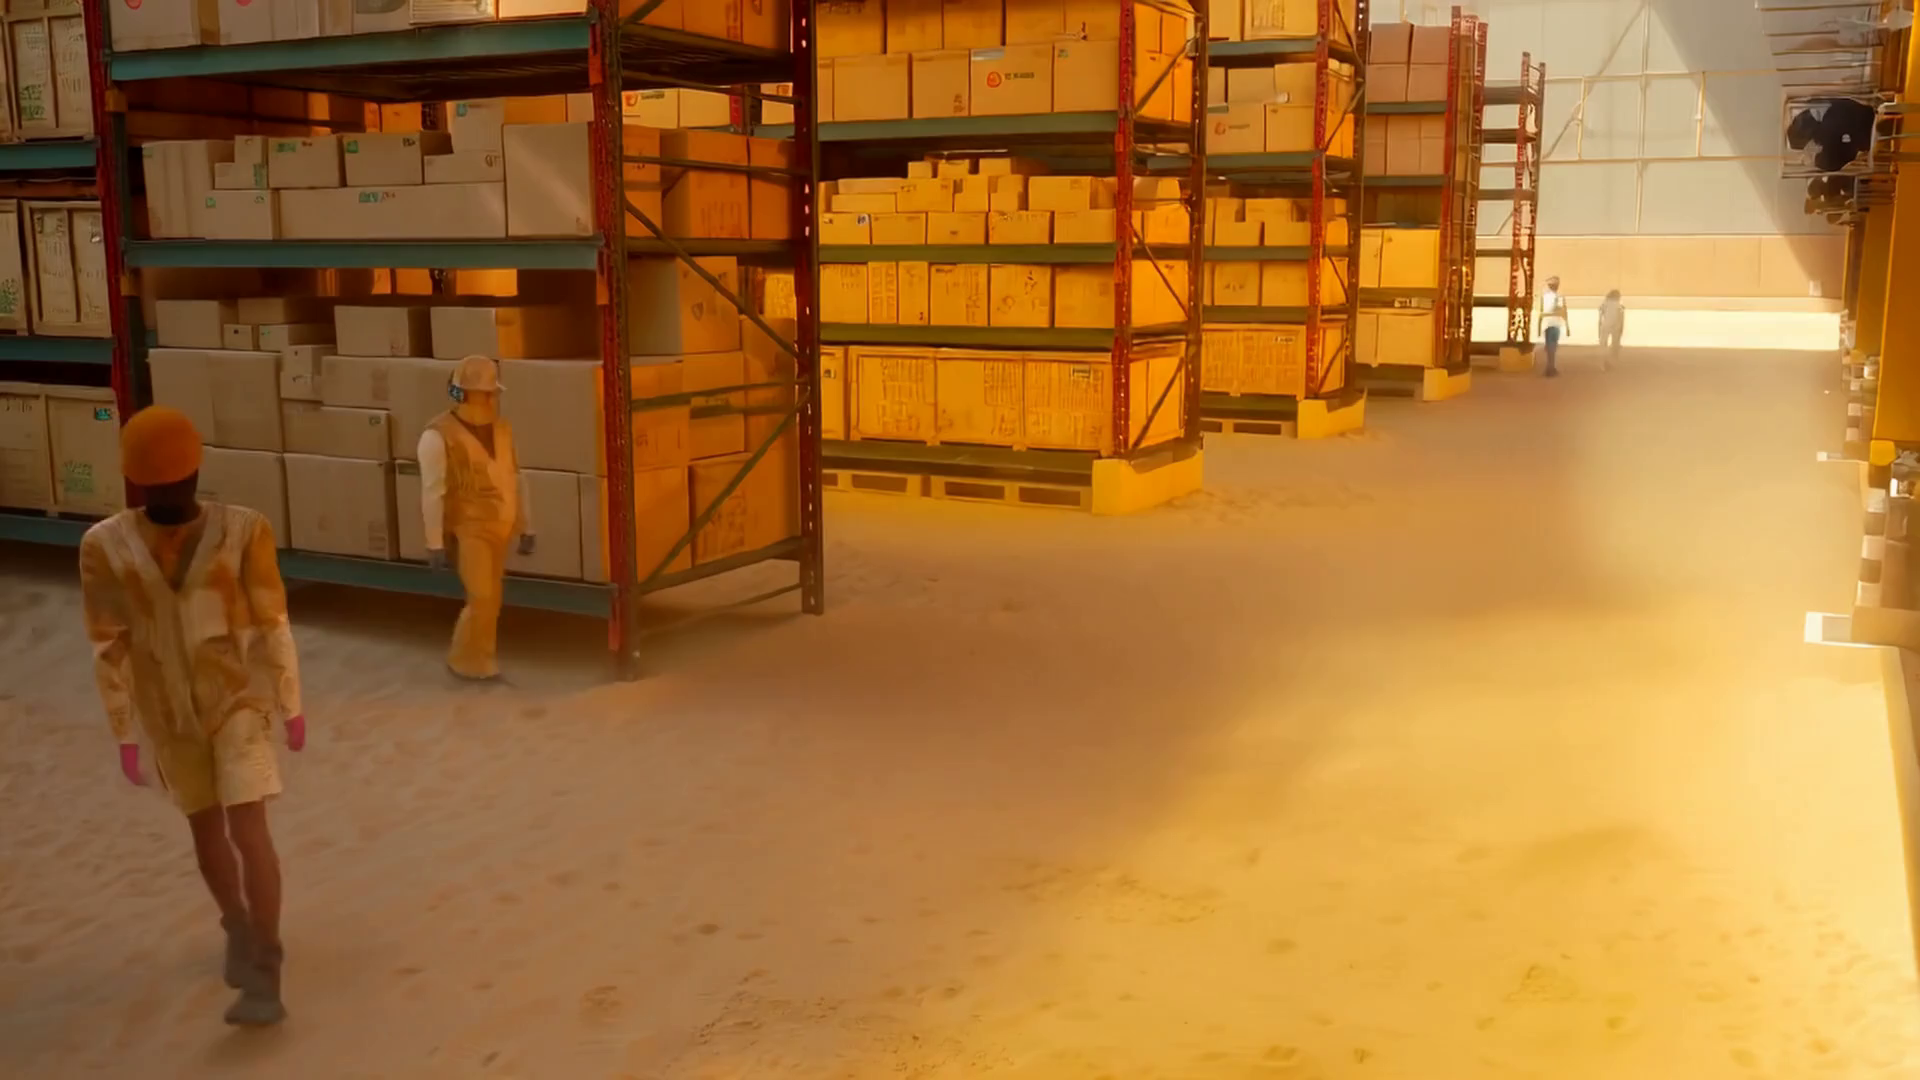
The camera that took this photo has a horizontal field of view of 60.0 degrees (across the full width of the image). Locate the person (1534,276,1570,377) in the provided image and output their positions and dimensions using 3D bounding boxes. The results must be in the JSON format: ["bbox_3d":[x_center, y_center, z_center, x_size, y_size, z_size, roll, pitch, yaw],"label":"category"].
[{"bbox_3d":[11.184,-4.012,31.313,0.699,1.893,0.633,-8,13,-38],"label":"person"}]

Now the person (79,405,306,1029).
[{"bbox_3d":[-2.310,0.534,5.039,0.580,1.889,0.814,-3,10,-17],"label":"person"}]

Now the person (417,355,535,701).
[{"bbox_3d":[-2.488,-0.052,8.628,0.443,1.809,0.593,4,11,23],"label":"person"}]

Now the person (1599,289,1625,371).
[{"bbox_3d":[12.888,-4.142,32.878,0.533,1.611,0.711,9,13,41],"label":"person"}]
